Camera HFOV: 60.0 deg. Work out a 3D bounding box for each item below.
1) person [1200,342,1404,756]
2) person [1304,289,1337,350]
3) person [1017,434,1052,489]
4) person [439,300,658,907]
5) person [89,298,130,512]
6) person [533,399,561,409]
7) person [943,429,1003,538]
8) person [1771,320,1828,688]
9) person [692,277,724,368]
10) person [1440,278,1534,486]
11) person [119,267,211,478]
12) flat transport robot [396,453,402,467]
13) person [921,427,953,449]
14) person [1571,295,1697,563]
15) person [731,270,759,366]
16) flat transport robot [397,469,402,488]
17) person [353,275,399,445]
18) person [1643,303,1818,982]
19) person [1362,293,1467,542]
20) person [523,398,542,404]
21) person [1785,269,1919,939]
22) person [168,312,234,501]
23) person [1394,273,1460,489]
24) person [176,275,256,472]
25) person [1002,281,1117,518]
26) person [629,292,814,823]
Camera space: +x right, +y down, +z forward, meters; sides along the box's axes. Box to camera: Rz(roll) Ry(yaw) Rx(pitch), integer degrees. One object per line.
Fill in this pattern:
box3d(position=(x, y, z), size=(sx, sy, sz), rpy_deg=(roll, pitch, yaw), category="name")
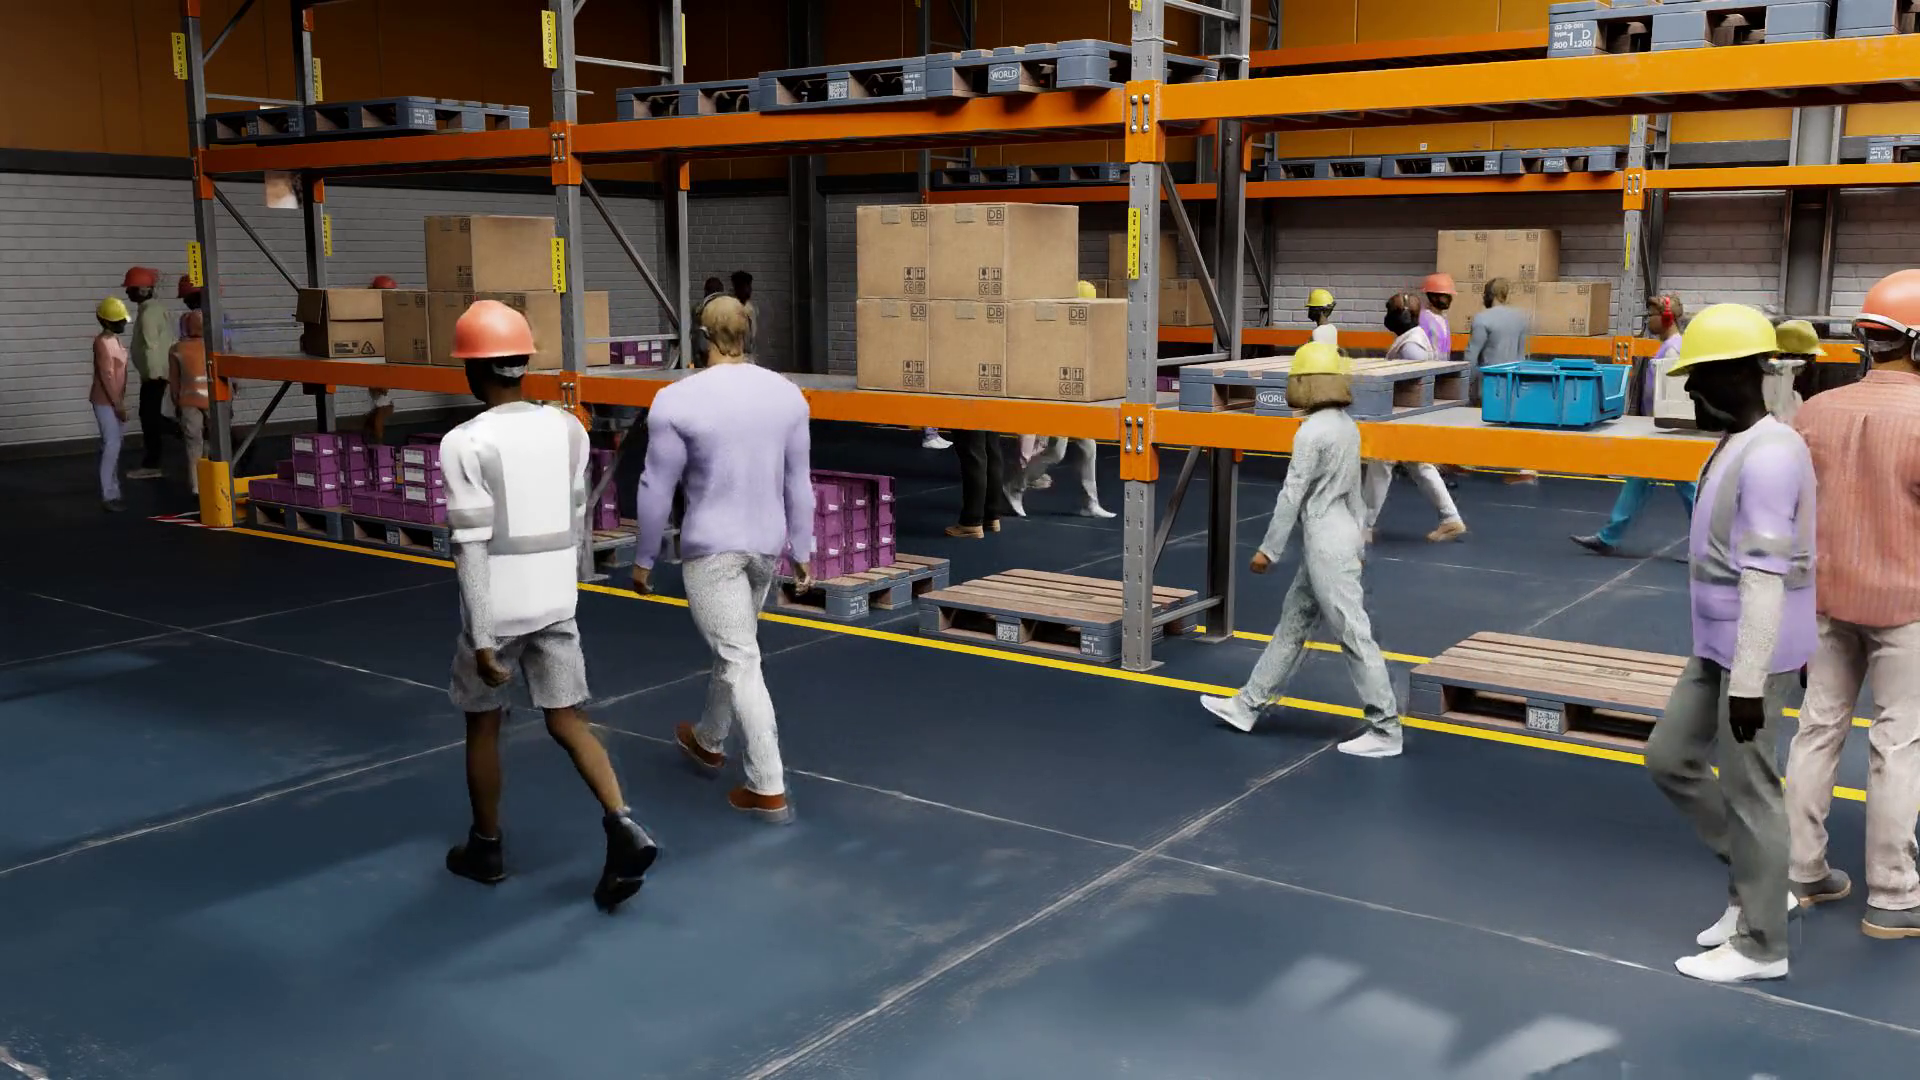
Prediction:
box3d(position=(1.444, 0.035, 6.865), size=(0.910, 1.679, 0.484), rpy_deg=(5, 11, 28), category="person")
box3d(position=(3.244, -1.372, 15.025), size=(0.318, 1.769, 0.522), rpy_deg=(5, 11, 28), category="person")
box3d(position=(0.697, -1.426, 14.710), size=(0.468, 1.975, 0.647), rpy_deg=(4, 11, 25), category="person")
box3d(position=(-1.332, 0.209, 5.213), size=(0.845, 1.911, 0.545), rpy_deg=(9, 13, 41), category="person")
box3d(position=(-6.907, -1.112, 13.626), size=(0.352, 1.730, 0.698), rpy_deg=(-3, 10, -16), category="person")
box3d(position=(-3.503, -1.240, 14.735), size=(0.623, 1.599, 0.541), rpy_deg=(4, 10, 22), category="person")
box3d(position=(0.068, -1.040, 12.230), size=(0.536, 2.000, 0.674), rpy_deg=(5, 11, 26), category="person")
box3d(position=(3.972, -0.161, 7.873), size=(0.800, 1.733, 0.547), rpy_deg=(7, 12, 38), category="person")
box3d(position=(-2.752, -2.047, 18.836), size=(0.619, 1.840, 0.430), rpy_deg=(-6, 11, -30), category="person")
box3d(position=(4.881, -1.445, 15.178), size=(0.629, 1.881, 1.069), rpy_deg=(-8, 12, -39), category="person")
box3d(position=(-7.421, -1.548, 15.474), size=(0.700, 1.976, 0.617), rpy_deg=(-4, 10, -21), category="person")
box3d(position=(-5.144, -0.638, 15.097), size=(0.652, 0.197, 1.431), rpy_deg=(-3, 10, -18), category="flat transport robot")
box3d(position=(-0.260, -1.935, 18.001), size=(0.404, 1.900, 0.636), rpy_deg=(1, 10, 8), category="person")
box3d(position=(4.687, -0.736, 11.149), size=(0.963, 1.792, 0.591), rpy_deg=(3, 10, 15), category="person")
box3d(position=(-2.496, -1.989, 18.233), size=(0.915, 1.931, 0.613), rpy_deg=(8, 12, 40), category="person")
box3d(position=(-4.559, -0.489, 14.212), size=(1.431, 0.197, 0.652), rpy_deg=(-3, 10, -18), category="flat transport robot")
box3d(position=(-5.723, -1.641, 16.275), size=(0.599, 1.882, 0.599), rpy_deg=(-3, 10, -19), category="person")
box3d(position=(2.170, 0.300, 4.654), size=(0.459, 1.900, 0.707), rpy_deg=(3, 10, 15), category="person")
box3d(position=(3.214, -0.863, 11.901), size=(0.931, 1.805, 0.642), rpy_deg=(3, 10, 15), category="person")
box3d(position=(-5.125, -2.261, 19.926), size=(0.639, 1.902, 0.407), rpy_deg=(3, 10, 16), category="person")
box3d(position=(2.777, 0.193, 5.026), size=(0.379, 1.996, 0.610), rpy_deg=(-5, 11, -26), category="person")
box3d(position=(-6.455, -1.140, 14.159), size=(0.522, 1.598, 0.852), rpy_deg=(-2, 10, -14), category="person")
box3d(position=(4.166, -1.424, 14.883), size=(0.663, 1.918, 0.554), rpy_deg=(8, 12, 38), category="person")
box3d(position=(-7.035, -1.552, 15.718), size=(0.777, 1.899, 0.550), rpy_deg=(3, 10, 18), category="person")
box3d(position=(0.772, -1.091, 13.054), size=(0.847, 1.887, 0.577), rpy_deg=(4, 10, 23), category="person")
box3d(position=(-0.921, 0.041, 6.195), size=(0.649, 1.894, 0.973), rpy_deg=(-8, 12, -40), category="person")
